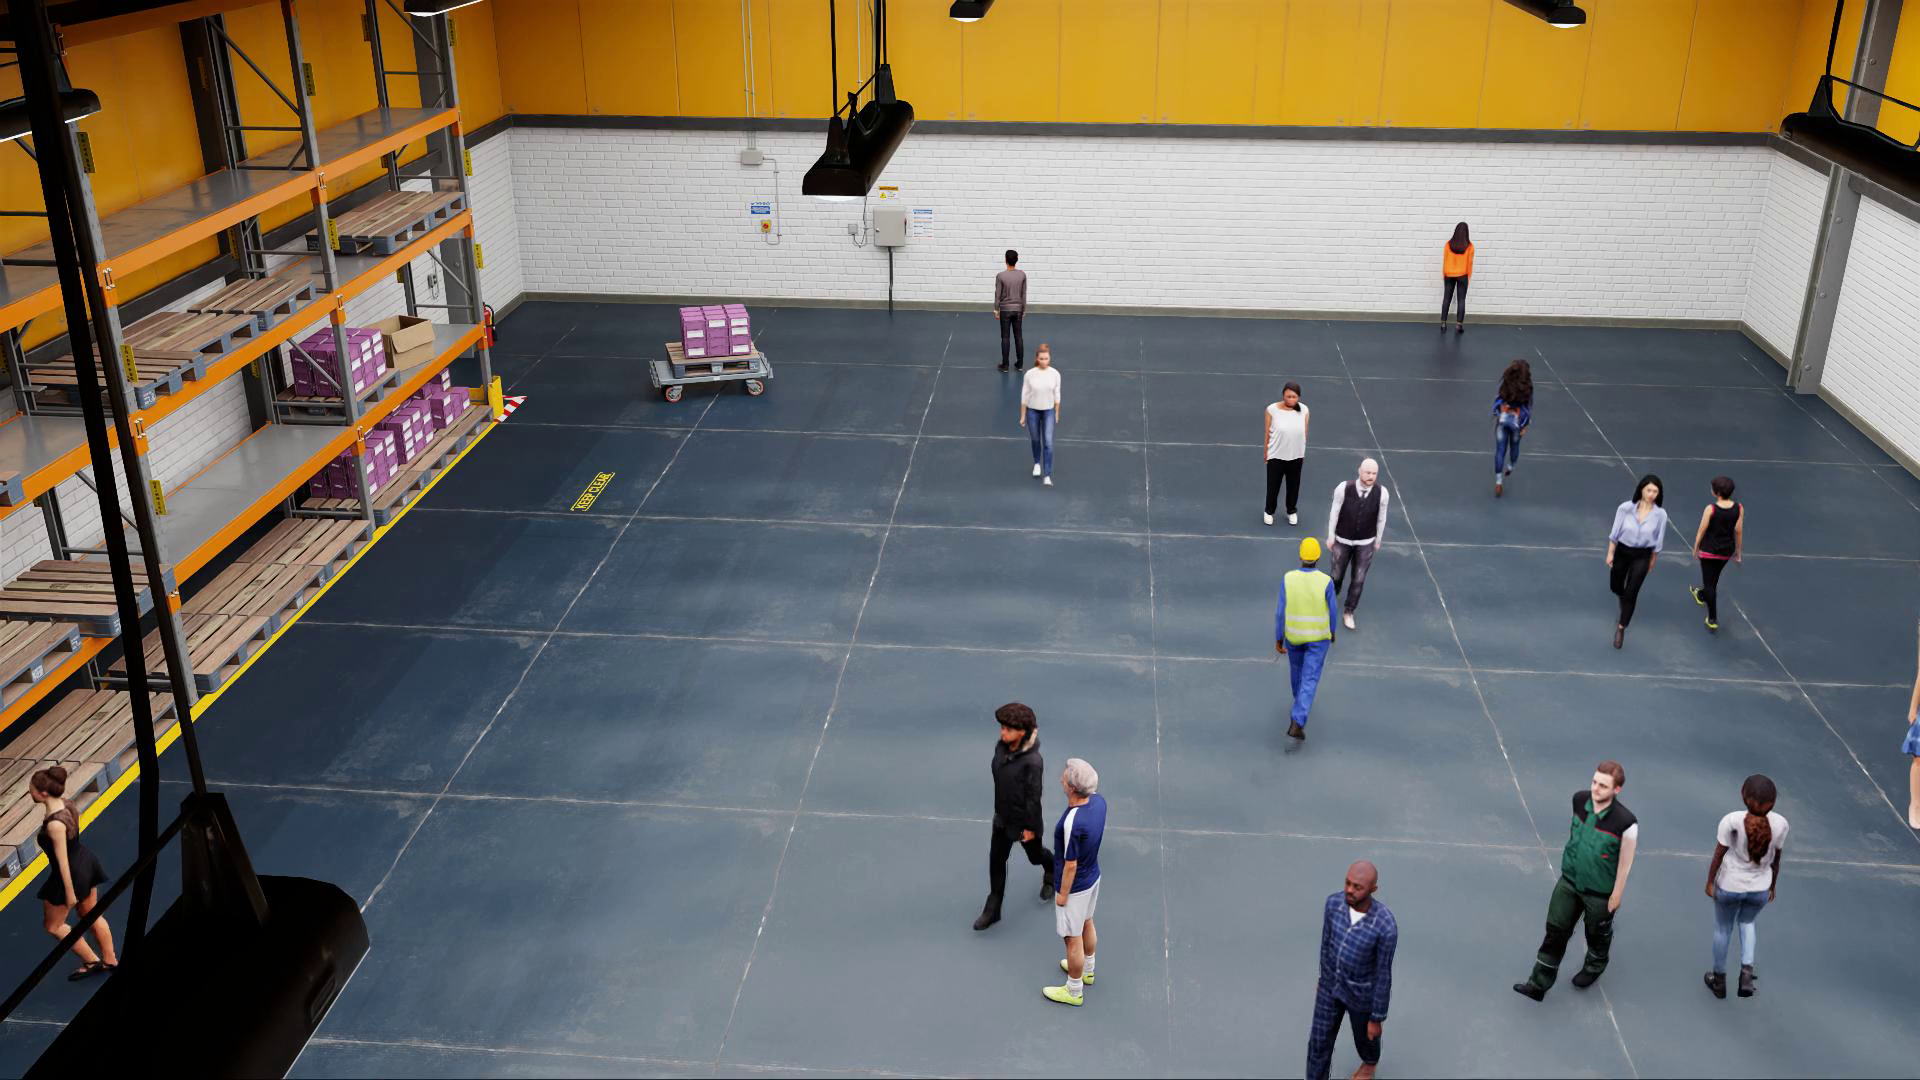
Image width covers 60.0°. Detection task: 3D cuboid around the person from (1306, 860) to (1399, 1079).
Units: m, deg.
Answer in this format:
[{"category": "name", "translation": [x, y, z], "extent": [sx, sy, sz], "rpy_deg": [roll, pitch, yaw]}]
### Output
[{"category": "person", "translation": [2.451, 2.724, 10.227], "extent": [1.095, 1.775, 1.258], "rpy_deg": [19, 30, 37]}]

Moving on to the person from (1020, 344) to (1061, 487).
[{"category": "person", "translation": [0.963, -1.535, 20.082], "extent": [0.649, 1.686, 1.020], "rpy_deg": [2, 24, 3]}]

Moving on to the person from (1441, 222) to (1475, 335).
[{"category": "person", "translation": [7.712, -4.078, 25.820], "extent": [0.703, 1.748, 0.707], "rpy_deg": [14, 27, 30]}]

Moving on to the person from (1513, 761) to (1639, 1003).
[{"category": "person", "translation": [4.302, 2.284, 11.198], "extent": [1.125, 1.803, 1.098], "rpy_deg": [-16, 29, -33]}]

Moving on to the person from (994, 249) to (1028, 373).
[{"category": "person", "translation": [0.740, -3.314, 24.052], "extent": [0.705, 1.765, 0.661], "rpy_deg": [-4, 24, -10]}]

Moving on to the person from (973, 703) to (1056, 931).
[{"category": "person", "translation": [0.484, 1.953, 12.020], "extent": [1.035, 1.750, 1.190], "rpy_deg": [19, 30, 36]}]

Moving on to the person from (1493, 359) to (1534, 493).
[{"category": "person", "translation": [6.517, -1.328, 19.757], "extent": [0.823, 1.566, 1.134], "rpy_deg": [9, 25, 21]}]

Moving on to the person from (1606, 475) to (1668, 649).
[{"category": "person", "translation": [6.539, 0.158, 16.166], "extent": [0.892, 1.720, 1.117], "rpy_deg": [11, 26, 24]}]

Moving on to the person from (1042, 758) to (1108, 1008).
[{"category": "person", "translation": [0.789, 2.275, 11.174], "extent": [0.766, 1.839, 0.621], "rpy_deg": [11, 26, 23]}]

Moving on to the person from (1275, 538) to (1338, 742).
[{"category": "person", "translation": [2.991, 0.882, 14.432], "extent": [0.899, 1.782, 1.268], "rpy_deg": [10, 25, 21]}]

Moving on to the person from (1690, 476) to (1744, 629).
[{"category": "person", "translation": [7.512, 0.146, 16.469], "extent": [0.632, 1.499, 1.039], "rpy_deg": [1, 24, 2]}]

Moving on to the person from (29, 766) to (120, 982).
[{"category": "person", "translation": [-5.983, 2.286, 11.366], "extent": [0.746, 1.665, 0.678], "rpy_deg": [-6, 24, -12]}]

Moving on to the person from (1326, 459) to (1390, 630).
[{"category": "person", "translation": [3.884, 0.002, 16.418], "extent": [0.700, 1.802, 0.797], "rpy_deg": [4, 24, 9]}]

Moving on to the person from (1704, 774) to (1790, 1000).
[{"category": "person", "translation": [5.260, 2.373, 11.109], "extent": [0.590, 1.712, 0.690], "rpy_deg": [2, 24, 5]}]

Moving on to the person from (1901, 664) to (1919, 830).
[{"category": "person", "translation": [7.750, 1.435, 13.153], "extent": [0.778, 1.792, 0.851], "rpy_deg": [9, 25, 19]}]

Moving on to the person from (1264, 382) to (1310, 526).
[{"category": "person", "translation": [3.703, -0.994, 18.843], "extent": [0.671, 1.686, 0.637], "rpy_deg": [-1, 24, -1]}]
